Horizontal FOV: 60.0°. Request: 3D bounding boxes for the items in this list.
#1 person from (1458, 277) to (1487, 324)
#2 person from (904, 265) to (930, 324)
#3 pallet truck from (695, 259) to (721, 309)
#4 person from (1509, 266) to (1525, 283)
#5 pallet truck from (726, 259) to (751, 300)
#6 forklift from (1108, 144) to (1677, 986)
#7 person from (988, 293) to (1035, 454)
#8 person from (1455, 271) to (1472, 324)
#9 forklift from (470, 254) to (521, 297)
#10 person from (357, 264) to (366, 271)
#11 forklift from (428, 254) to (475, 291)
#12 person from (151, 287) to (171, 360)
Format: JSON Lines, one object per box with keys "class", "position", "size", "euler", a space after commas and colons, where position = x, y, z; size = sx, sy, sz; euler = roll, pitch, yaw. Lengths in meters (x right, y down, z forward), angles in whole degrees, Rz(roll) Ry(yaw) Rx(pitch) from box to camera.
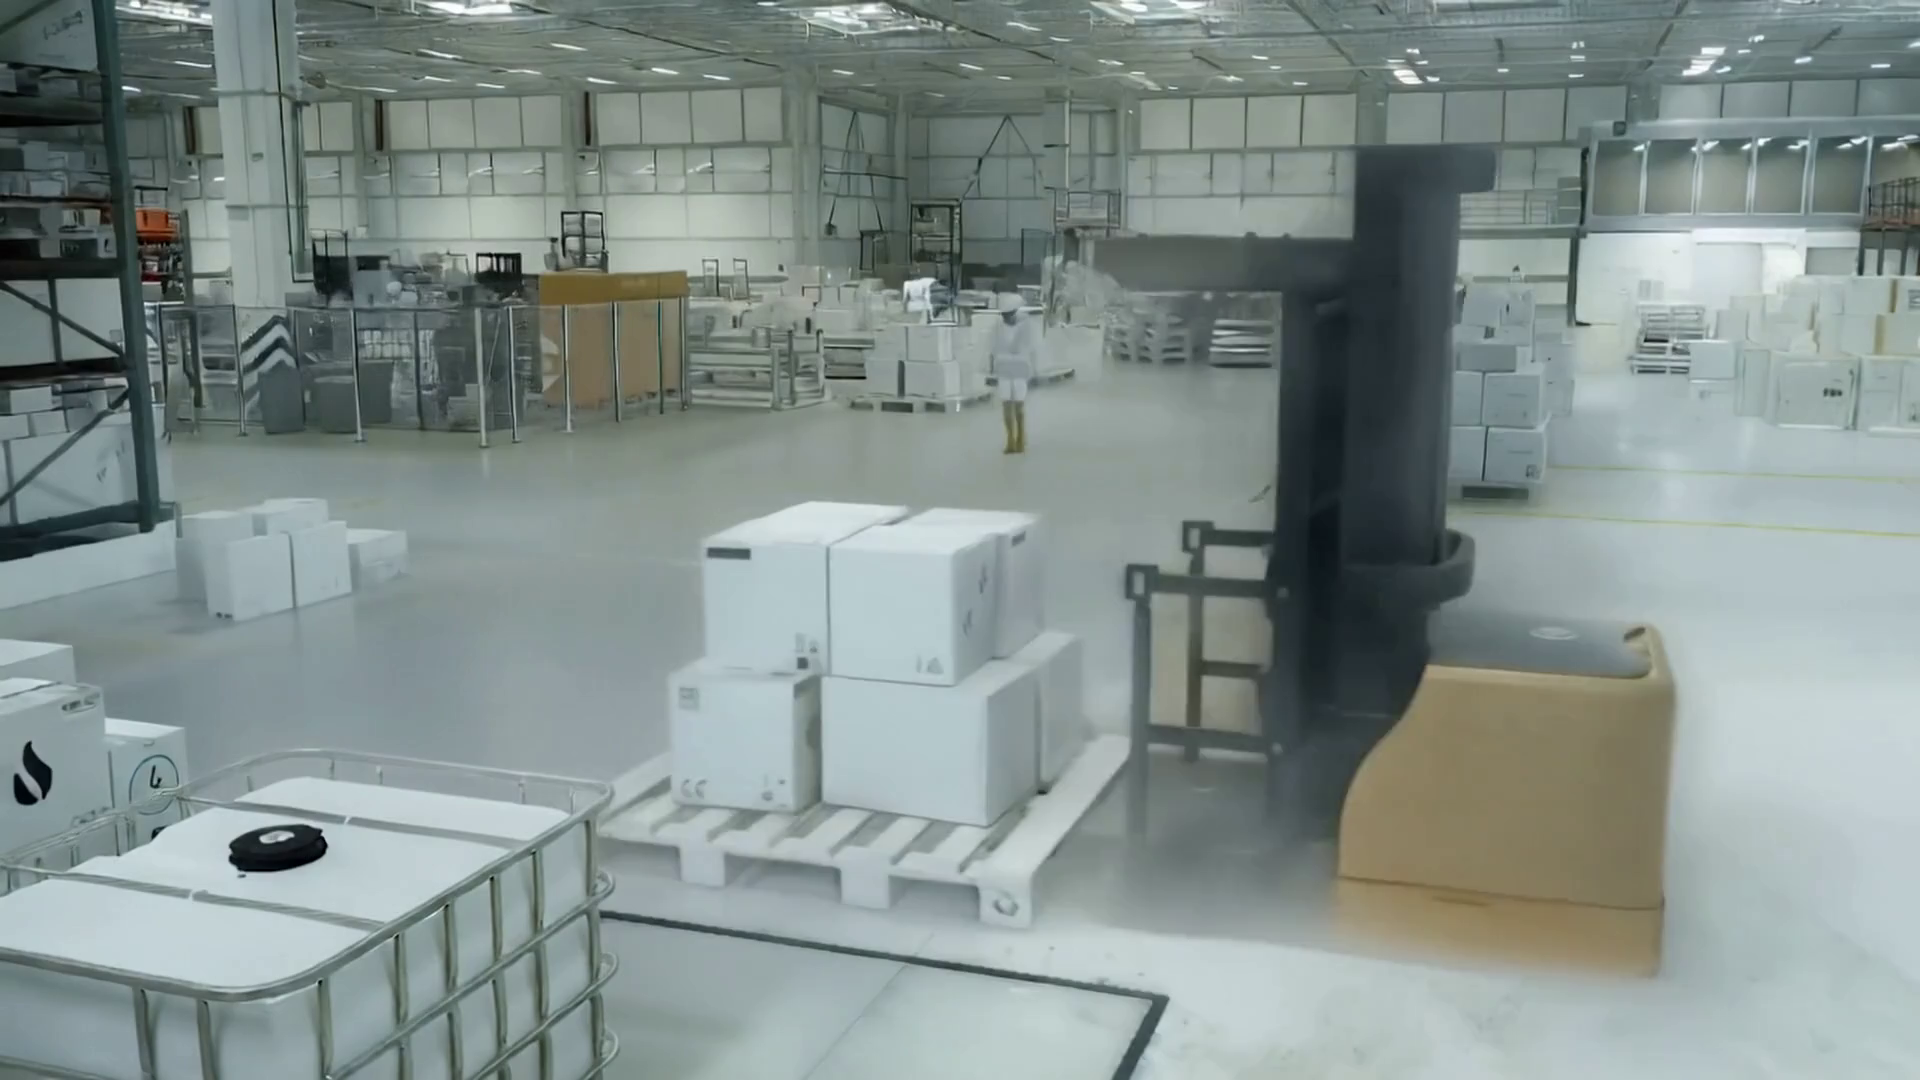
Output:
{"class": "person", "position": [8.555, -3.414, 27.664], "size": [1.063, 2.000, 0.681], "euler": [2, 10, 11]}
{"class": "person", "position": [-0.989, -5.268, 38.087], "size": [0.607, 2.048, 0.370], "euler": [-1, 10, -4]}
{"class": "pallet truck", "position": [-9.165, -9.627, 62.776], "size": [0.823, 1.965, 1.885], "euler": [4, 11, 23]}
{"class": "person", "position": [16.638, -7.269, 49.821], "size": [0.354, 1.881, 0.576], "euler": [-7, 12, -33]}
{"class": "pallet truck", "position": [-7.986, -9.493, 62.019], "size": [0.823, 1.965, 1.885], "euler": [3, 11, 17]}
{"class": "forklift", "position": [1.606, 0.004, 6.048], "size": [1.873, 2.768, 1.129], "euler": [3, 11, 19]}
{"class": "person", "position": [0.598, -1.974, 19.866], "size": [0.560, 1.922, 0.471], "euler": [3, 11, 19]}
{"class": "person", "position": [9.748, -4.196, 32.198], "size": [0.619, 1.994, 0.381], "euler": [-2, 10, -10]}
{"class": "forklift", "position": [-17.990, -10.121, 64.684], "size": [1.157, 1.987, 2.680], "euler": [3, 11, 17]}
{"class": "person", "position": [-21.403, -8.962, 59.529], "size": [0.418, 1.820, 0.626], "euler": [-9, 13, -40]}
{"class": "forklift", "position": [-20.133, -10.254, 65.465], "size": [1.157, 1.987, 2.680], "euler": [3, 11, 19]}
{"class": "person", "position": [-15.913, -4.219, 33.283], "size": [0.880, 1.647, 0.537], "euler": [4, 11, 22]}
